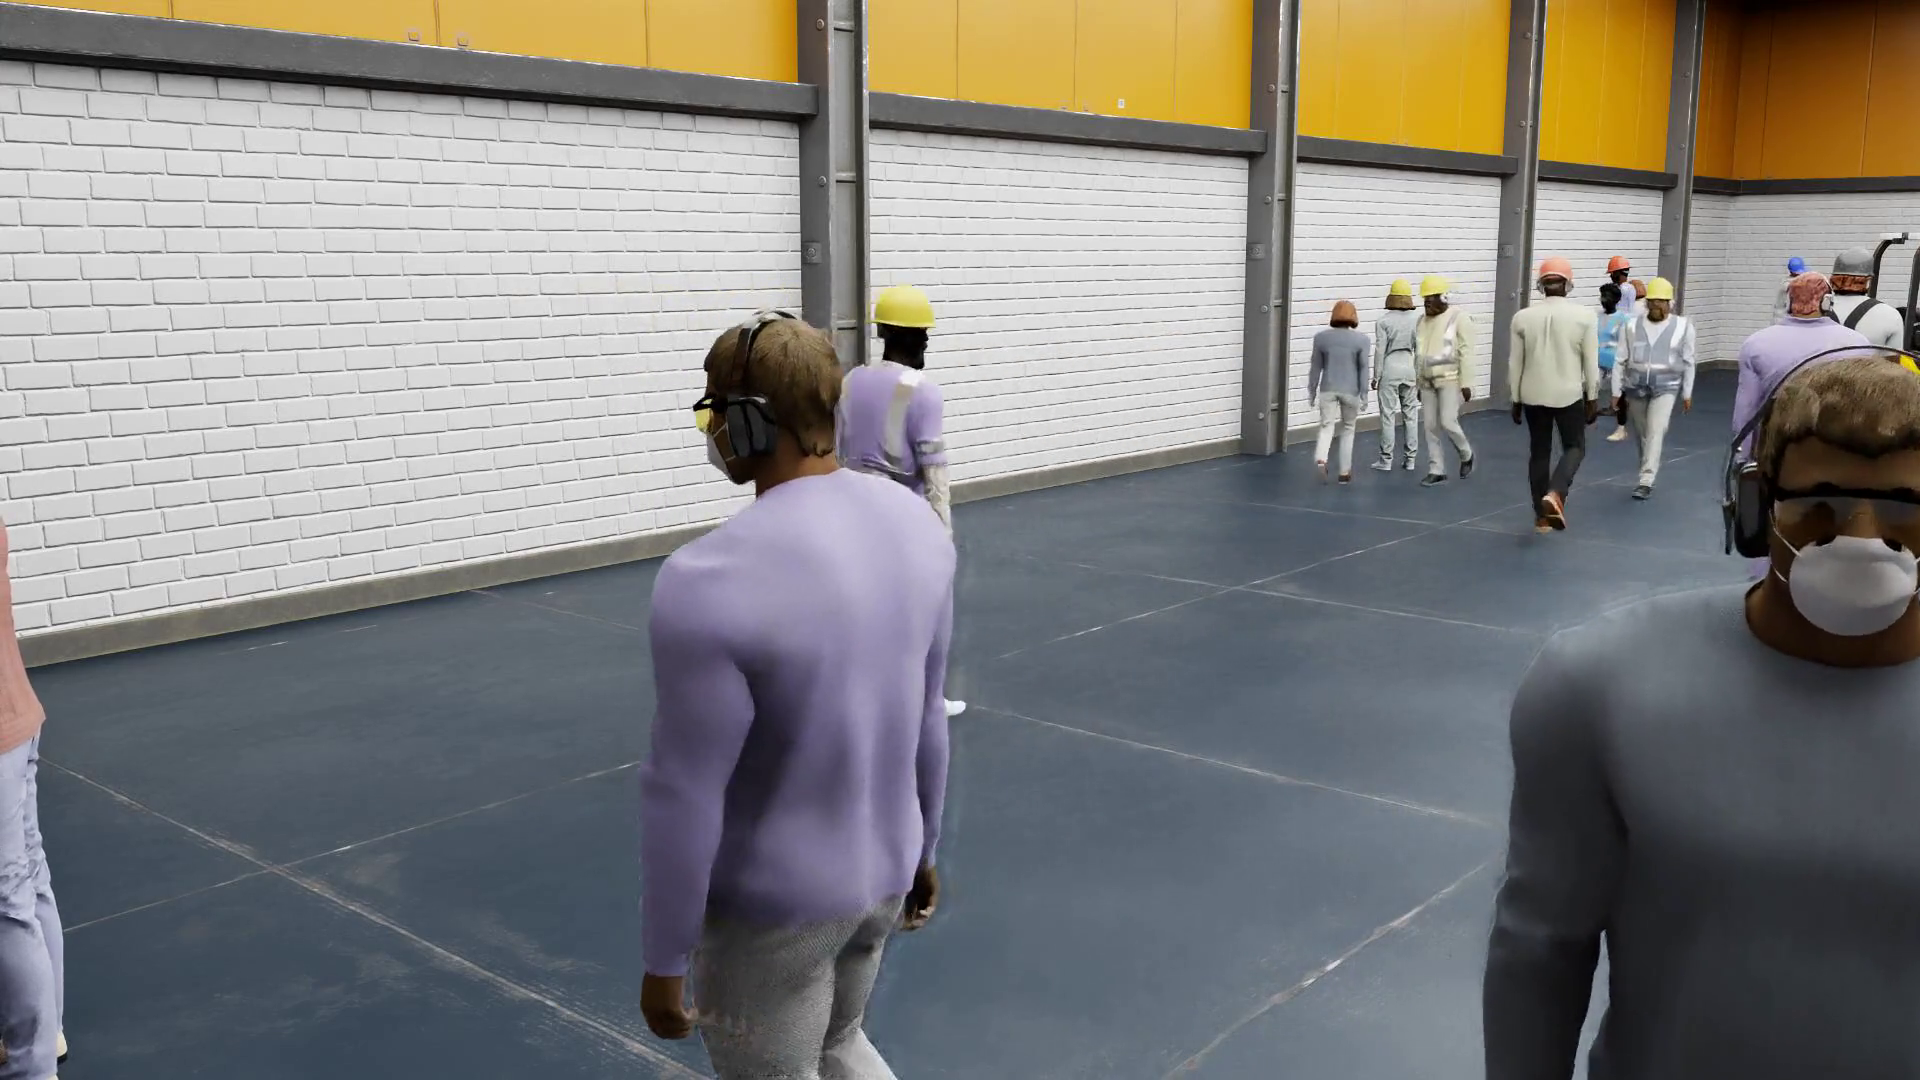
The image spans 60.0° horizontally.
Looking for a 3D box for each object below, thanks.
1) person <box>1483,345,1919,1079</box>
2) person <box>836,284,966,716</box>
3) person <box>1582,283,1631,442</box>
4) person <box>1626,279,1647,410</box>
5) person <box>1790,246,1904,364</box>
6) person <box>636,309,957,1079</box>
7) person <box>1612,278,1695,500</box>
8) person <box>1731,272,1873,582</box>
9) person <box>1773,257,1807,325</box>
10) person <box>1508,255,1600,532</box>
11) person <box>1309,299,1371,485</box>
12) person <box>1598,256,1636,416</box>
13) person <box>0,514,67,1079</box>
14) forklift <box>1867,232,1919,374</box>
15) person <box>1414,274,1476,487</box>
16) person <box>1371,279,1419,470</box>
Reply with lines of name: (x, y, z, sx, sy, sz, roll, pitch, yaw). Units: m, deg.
person: (0.903, 0.751, 1.841, 0.649, 1.929, 0.442, 4, 11, 21)
person: (-0.329, -0.095, 6.799, 0.948, 1.891, 0.601, -9, 13, -40)
person: (6.668, -1.824, 17.258, 0.847, 1.649, 0.557, -6, 12, -31)
person: (8.417, -2.438, 20.836, 0.286, 1.636, 0.500, 8, 13, 38)
person: (5.731, -0.884, 10.836, 0.684, 2.000, 0.536, 7, 12, 34)
person: (-0.260, 0.586, 2.773, 0.460, 1.928, 0.655, 8, 12, 37)
person: (5.680, -1.248, 13.653, 0.604, 1.783, 0.948, 7, 12, 34)
person: (4.437, -0.458, 8.817, 0.643, 1.901, 0.400, 4, 11, 24)
person: (11.664, -3.028, 23.456, 0.430, 1.900, 0.671, 7, 12, 33)
person: (4.168, -1.010, 11.736, 0.626, 1.978, 0.561, 7, 12, 35)
person: (3.208, -1.246, 14.138, 0.517, 1.601, 0.702, 4, 11, 21)
person: (7.942, -2.456, 20.113, 0.375, 1.927, 0.543, 6, 12, 32)
person: (-2.305, 0.481, 3.844, 0.328, 1.769, 0.526, -4, 11, -20)
forklift: (9.955, -1.972, 16.595, 2.313, 2.155, 1.214, 1, 10, 8)
person: (4.122, -1.358, 14.193, 0.511, 1.811, 0.605, -7, 12, -35)
person: (3.999, -1.508, 15.239, 0.494, 1.741, 0.309, -2, 10, -11)
